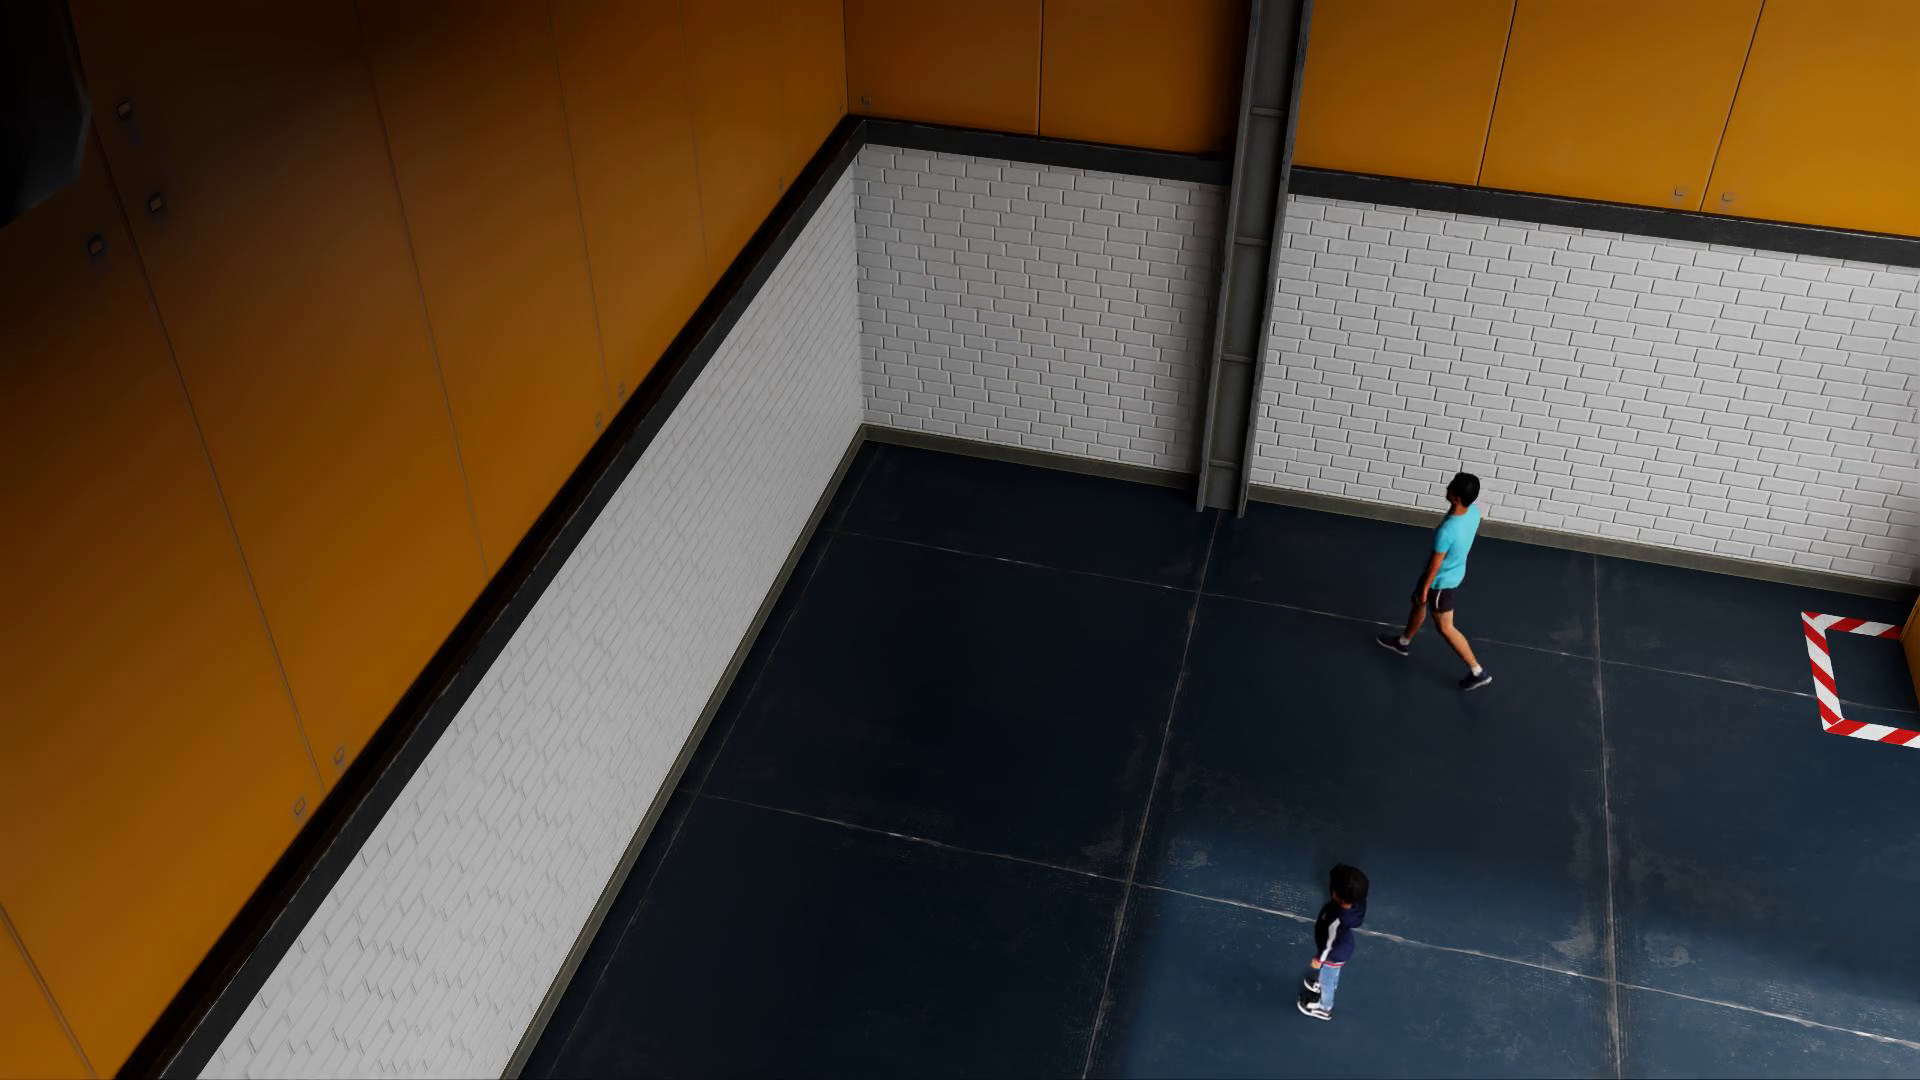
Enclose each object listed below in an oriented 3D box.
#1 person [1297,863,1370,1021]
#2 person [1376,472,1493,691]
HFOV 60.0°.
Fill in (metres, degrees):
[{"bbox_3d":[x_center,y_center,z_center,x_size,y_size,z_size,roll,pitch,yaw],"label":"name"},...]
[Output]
[{"bbox_3d":[2.178,2.335,9.633,0.560,1.222,0.571,19,42,22],"label":"person"},{"bbox_3d":[3.500,0.318,11.741,1.238,1.741,0.943,26,45,29],"label":"person"}]
